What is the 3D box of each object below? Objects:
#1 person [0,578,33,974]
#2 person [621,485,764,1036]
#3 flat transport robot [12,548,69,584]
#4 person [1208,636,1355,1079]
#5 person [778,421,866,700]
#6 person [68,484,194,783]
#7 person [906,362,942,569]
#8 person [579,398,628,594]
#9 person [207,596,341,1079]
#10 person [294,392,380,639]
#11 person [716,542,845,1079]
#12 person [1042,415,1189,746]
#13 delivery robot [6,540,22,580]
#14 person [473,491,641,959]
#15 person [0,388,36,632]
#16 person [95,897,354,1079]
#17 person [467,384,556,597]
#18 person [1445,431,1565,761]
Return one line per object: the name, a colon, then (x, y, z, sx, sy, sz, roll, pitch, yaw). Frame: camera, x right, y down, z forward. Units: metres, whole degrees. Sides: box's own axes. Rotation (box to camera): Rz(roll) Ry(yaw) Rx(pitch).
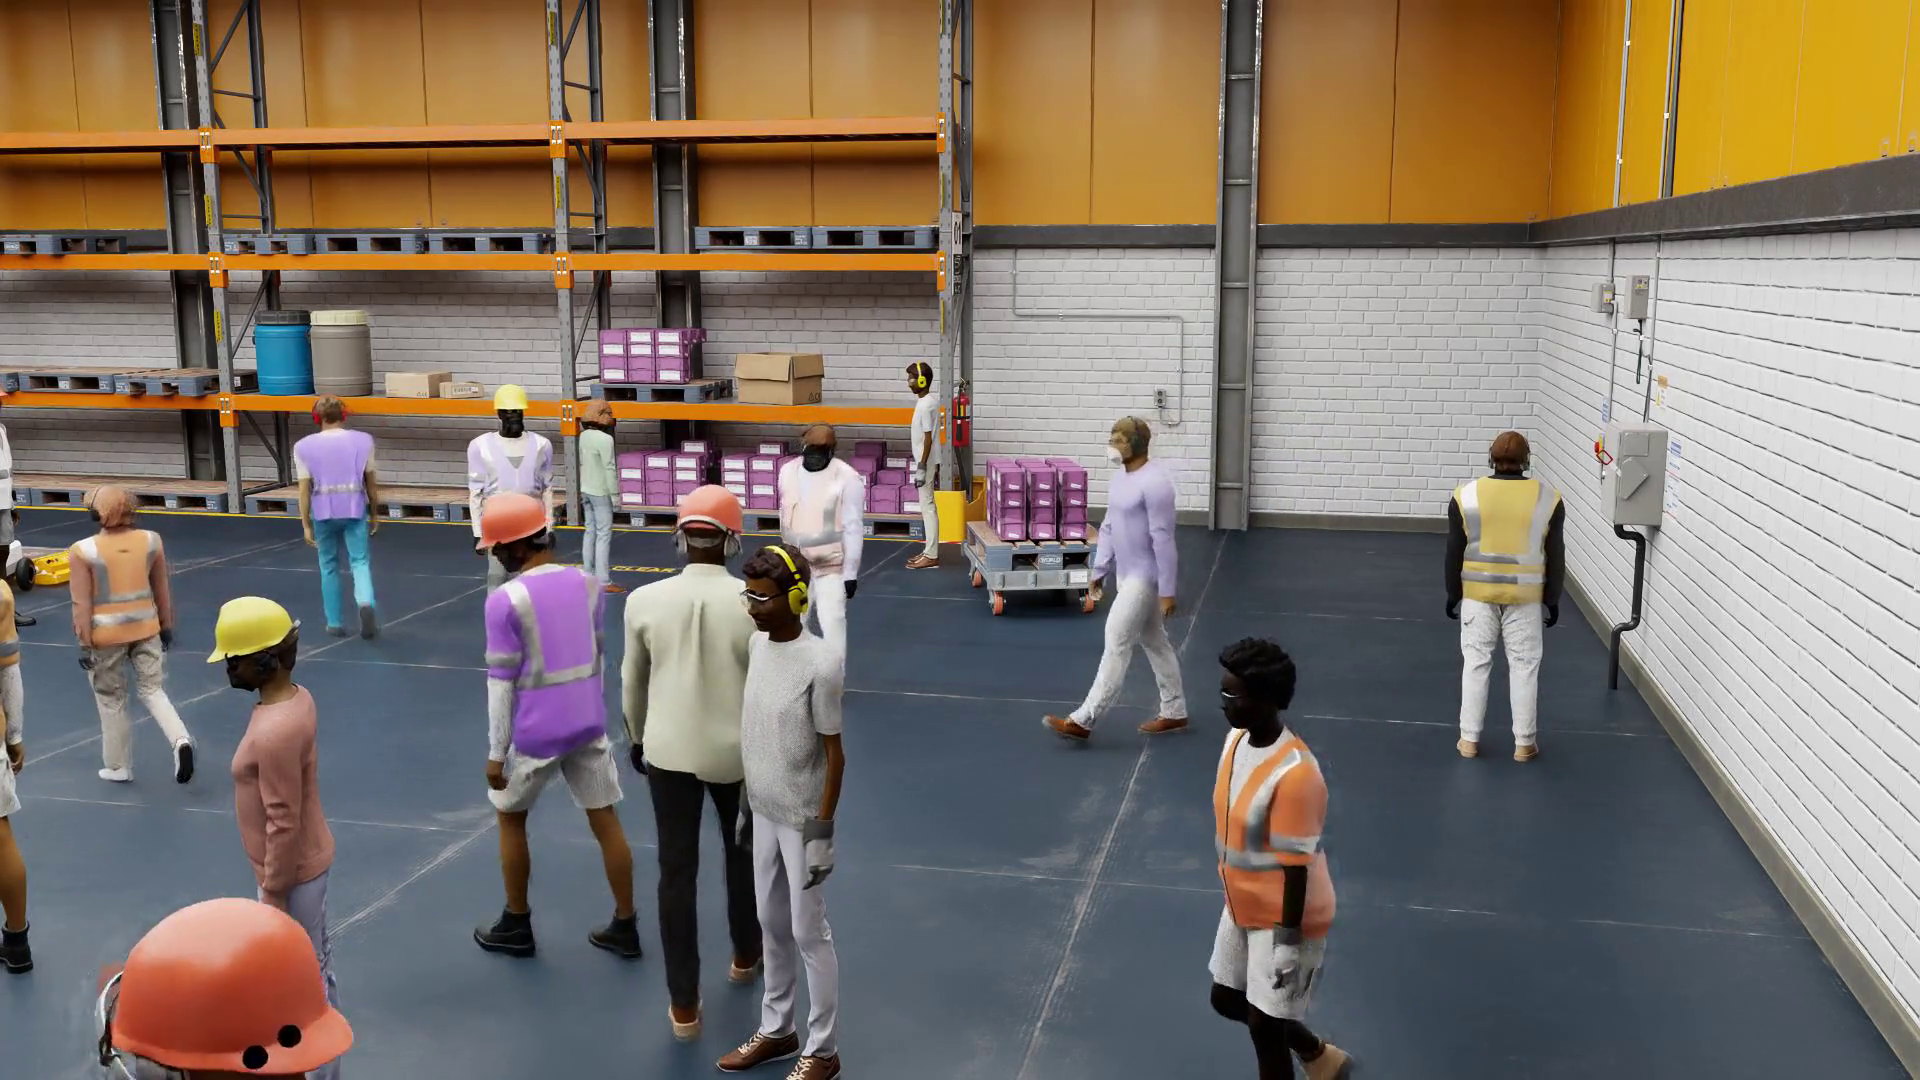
person: (-3.858, 0.759, 6.325, 0.375, 1.934, 0.548, 8, 12, 38)
person: (-0.940, 0.769, 6.202, 0.653, 1.944, 0.895, 0, 10, 1)
flat transport robot: (-8.281, 0.207, 14.510, 1.431, 0.197, 0.652, 2, 10, 11)
person: (0.990, 1.106, 5.017, 0.466, 1.677, 0.551, -3, 10, -16)
person: (-0.855, 0.157, 10.277, 0.649, 1.804, 0.482, 5, 11, 26)
person: (-4.345, 0.511, 8.714, 0.652, 1.619, 0.531, 7, 12, 36)
person: (-0.333, -0.670, 14.996, 0.328, 1.865, 0.520, 1, 10, 4)
person: (-3.010, -0.364, 13.891, 0.279, 1.632, 0.501, -7, 12, -37)
person: (-2.124, 1.038, 5.197, 0.321, 1.761, 0.522, -3, 10, -17)
person: (-4.504, -0.160, 12.094, 0.576, 1.821, 0.719, -5, 11, -27)
person: (-0.592, 0.930, 5.539, 0.329, 1.861, 0.508, -8, 13, -41)
person: (0.906, 0.236, 9.533, 0.990, 1.888, 0.660, -2, 10, -14)
delivery robot: (-8.011, 0.160, 13.674, 0.477, 0.478, 0.707, -2, 10, -9)
person: (-1.643, 0.748, 6.568, 0.690, 1.889, 0.562, 8, 13, 41)
person: (-7.205, -0.269, 12.391, 0.352, 1.942, 0.545, -1, 10, -3)
person: (-0.900, 1.432, 2.278, 0.974, 1.945, 0.633, 3, 10, 19)
person: (-3.075, -0.100, 11.477, 0.596, 1.938, 0.399, -6, 11, -30)
person: (3.021, 0.311, 9.256, 0.633, 1.840, 0.429, 3, 10, 18)
